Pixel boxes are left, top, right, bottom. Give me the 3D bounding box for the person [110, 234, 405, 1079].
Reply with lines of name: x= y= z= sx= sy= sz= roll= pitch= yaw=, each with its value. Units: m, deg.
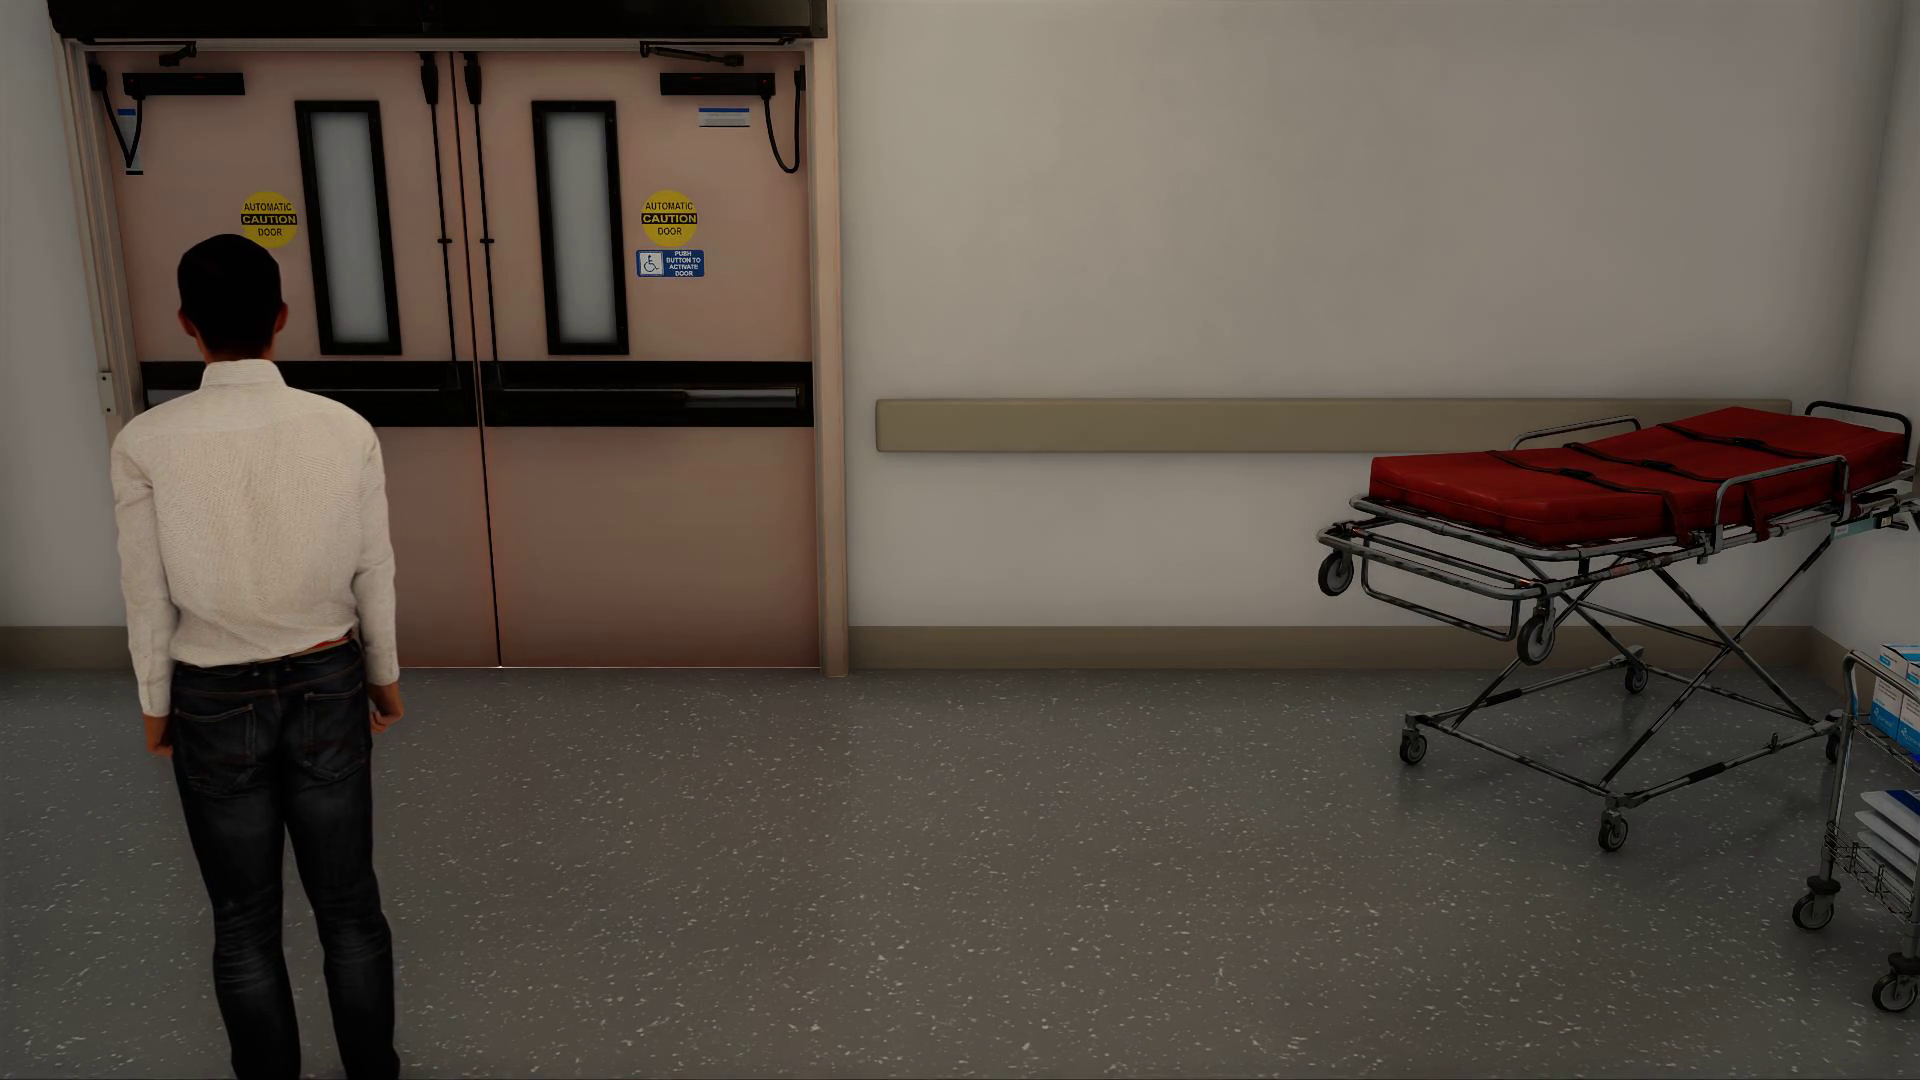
person: x=-1.342 y=0.320 z=3.246 sx=0.721 sy=1.809 sz=0.716 roll=-9 pitch=18 yaw=-29
